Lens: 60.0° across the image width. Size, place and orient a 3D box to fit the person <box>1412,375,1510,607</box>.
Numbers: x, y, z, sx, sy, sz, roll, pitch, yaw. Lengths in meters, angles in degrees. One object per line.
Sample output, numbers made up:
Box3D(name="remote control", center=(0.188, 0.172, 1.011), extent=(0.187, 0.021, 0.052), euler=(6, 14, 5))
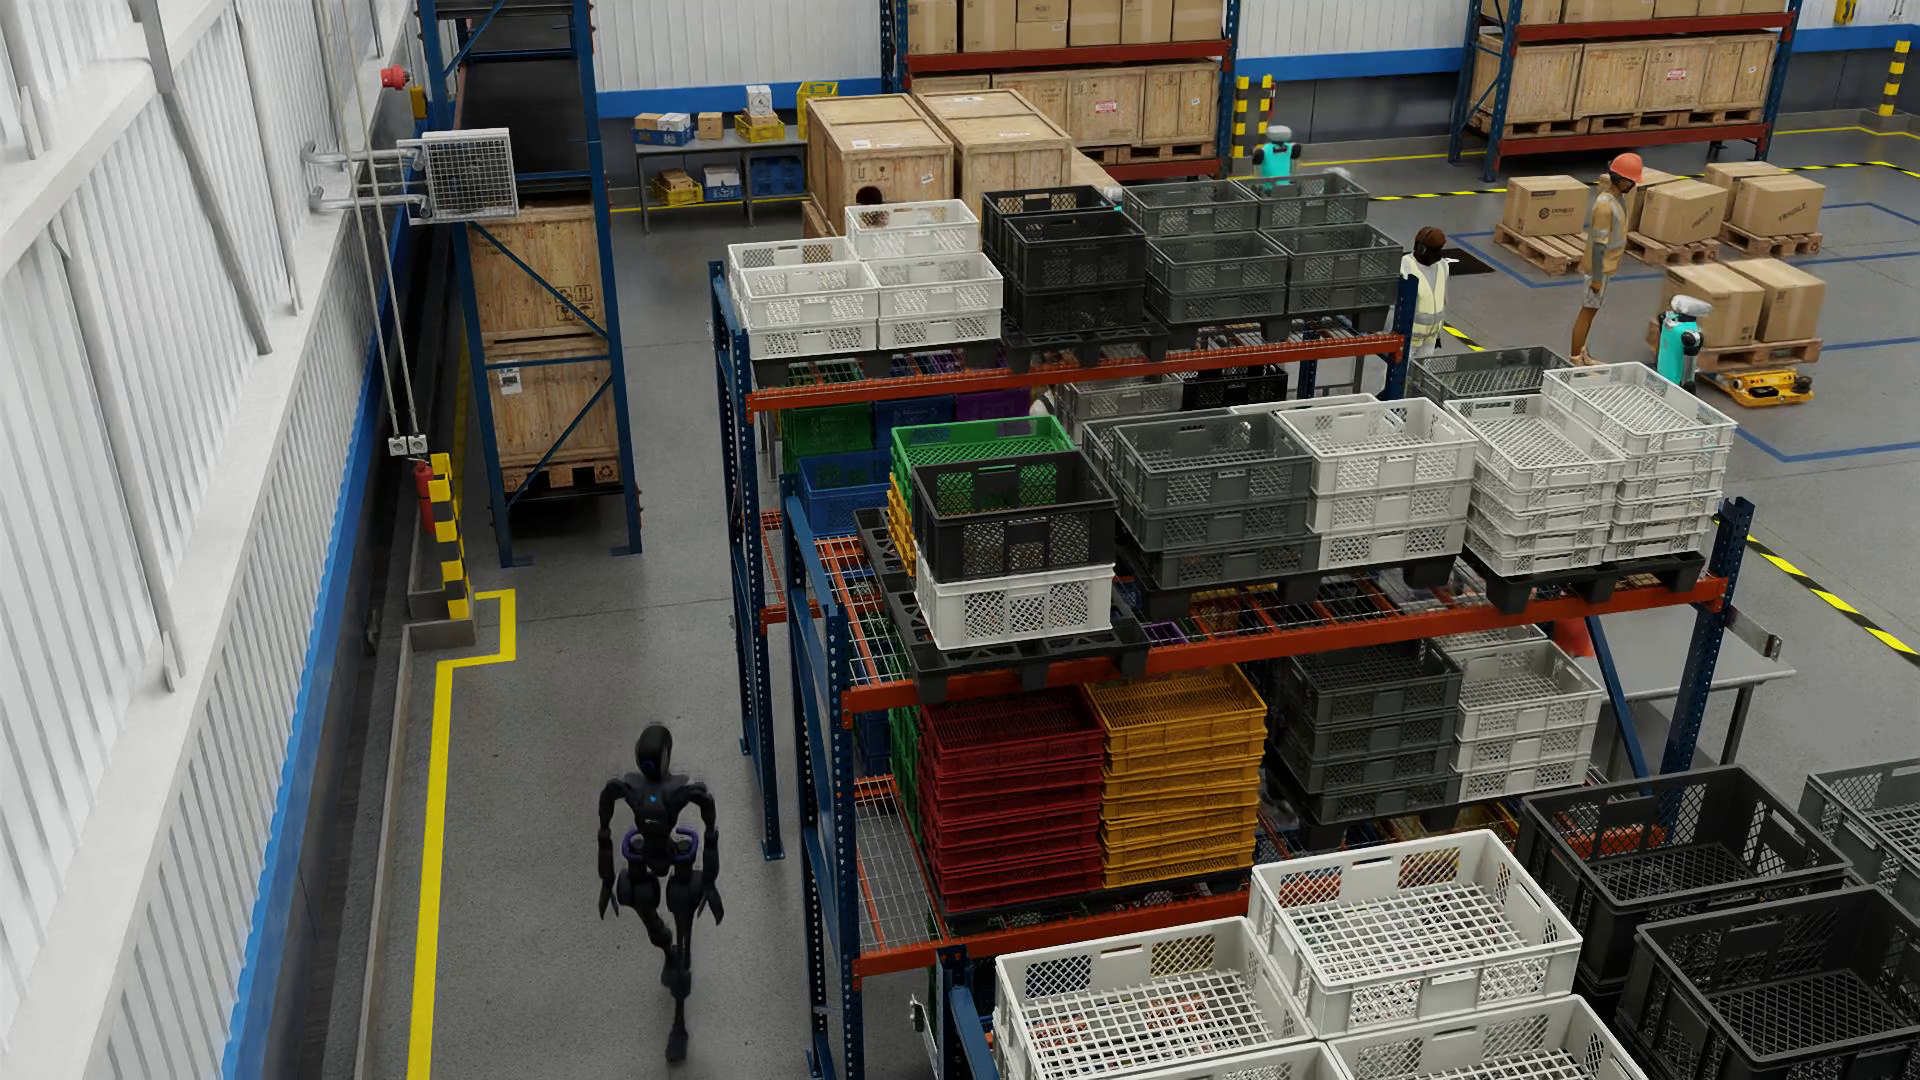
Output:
Box3D(name="person", center=(3.322, -0.305, 11.046), extent=(0.487, 1.723, 0.548), euler=(6, 28, 12))

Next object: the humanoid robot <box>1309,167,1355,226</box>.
Box3D(name="humanoid robot", center=(3.504, -2.418, 15.116), extent=(0.535, 1.833, 0.748), euler=(-20, 34, -33))

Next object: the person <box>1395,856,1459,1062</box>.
Box3D(name="person", center=(1.866, 1.988, 6.579), extent=(0.421, 1.856, 0.506), euler=(-8, 29, -14))

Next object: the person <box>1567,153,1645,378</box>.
Box3D(name="person", center=(5.722, -2.426, 14.761), extent=(0.387, 2.033, 0.604), euler=(14, 31, 25))

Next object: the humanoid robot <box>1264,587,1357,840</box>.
Box3D(name="humanoid robot", center=(1.877, 0.926, 8.783), extent=(0.425, 1.637, 0.588), euler=(7, 29, 13))

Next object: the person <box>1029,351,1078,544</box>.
Box3D(name="person", center=(0.655, -0.392, 11.099), extent=(0.346, 1.846, 0.506), euler=(19, 33, 32))

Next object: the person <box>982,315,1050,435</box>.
Box3D(name="person", center=(0.432, -1.269, 12.803), extent=(0.601, 1.809, 0.944), euler=(22, 35, 36))

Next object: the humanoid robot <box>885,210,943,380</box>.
Box3D(name="humanoid robot", center=(-0.507, -1.861, 13.968), extent=(0.702, 1.758, 0.560), euler=(-13, 31, -24))

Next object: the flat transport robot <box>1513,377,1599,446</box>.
Box3D(name="flat transport robot", center=(4.780, -1.036, 14.013), extent=(0.659, 0.231, 1.431), euler=(-6, 28, -12))

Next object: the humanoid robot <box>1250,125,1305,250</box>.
Box3D(name="humanoid robot", center=(3.199, -3.095, 16.471), extent=(0.539, 1.897, 0.724), euler=(-10, 29, -19))

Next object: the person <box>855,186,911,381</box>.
Box3D(name="person", center=(-0.632, -2.163, 14.412), extent=(0.710, 1.890, 0.600), euler=(-14, 31, -24))

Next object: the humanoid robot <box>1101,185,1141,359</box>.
Box3D(name="humanoid robot", center=(1.522, -2.335, 14.840), extent=(0.689, 1.740, 0.529), euler=(-16, 32, -27))

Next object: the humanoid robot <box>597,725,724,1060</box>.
Box3D(name="humanoid robot", center=(-1.387, 1.552, 7.637), extent=(0.588, 1.620, 0.782), euler=(-1, 28, -2))

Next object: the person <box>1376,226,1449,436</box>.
Box3D(name="person", center=(3.688, -1.656, 13.516), extent=(0.629, 1.835, 0.429), euler=(-15, 31, -26))

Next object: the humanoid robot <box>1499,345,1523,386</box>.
Box3D(name="humanoid robot", center=(3.762, -0.560, 11.604), extent=(0.618, 1.631, 0.353), euler=(7, 28, 12))

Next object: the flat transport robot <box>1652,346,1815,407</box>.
Box3D(name="flat transport robot", center=(6.972, -1.586, 15.025), extent=(0.652, 0.197, 1.431), euler=(-6, 28, -12))

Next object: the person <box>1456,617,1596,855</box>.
Box3D(name="person", center=(2.774, 1.105, 8.110), extent=(0.731, 1.990, 0.641), euler=(11, 30, 20))

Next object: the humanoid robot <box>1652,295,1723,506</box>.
Box3D(name="humanoid robot", center=(5.414, -0.997, 12.214), extent=(0.735, 1.681, 0.533), euler=(-1, 28, -2))
